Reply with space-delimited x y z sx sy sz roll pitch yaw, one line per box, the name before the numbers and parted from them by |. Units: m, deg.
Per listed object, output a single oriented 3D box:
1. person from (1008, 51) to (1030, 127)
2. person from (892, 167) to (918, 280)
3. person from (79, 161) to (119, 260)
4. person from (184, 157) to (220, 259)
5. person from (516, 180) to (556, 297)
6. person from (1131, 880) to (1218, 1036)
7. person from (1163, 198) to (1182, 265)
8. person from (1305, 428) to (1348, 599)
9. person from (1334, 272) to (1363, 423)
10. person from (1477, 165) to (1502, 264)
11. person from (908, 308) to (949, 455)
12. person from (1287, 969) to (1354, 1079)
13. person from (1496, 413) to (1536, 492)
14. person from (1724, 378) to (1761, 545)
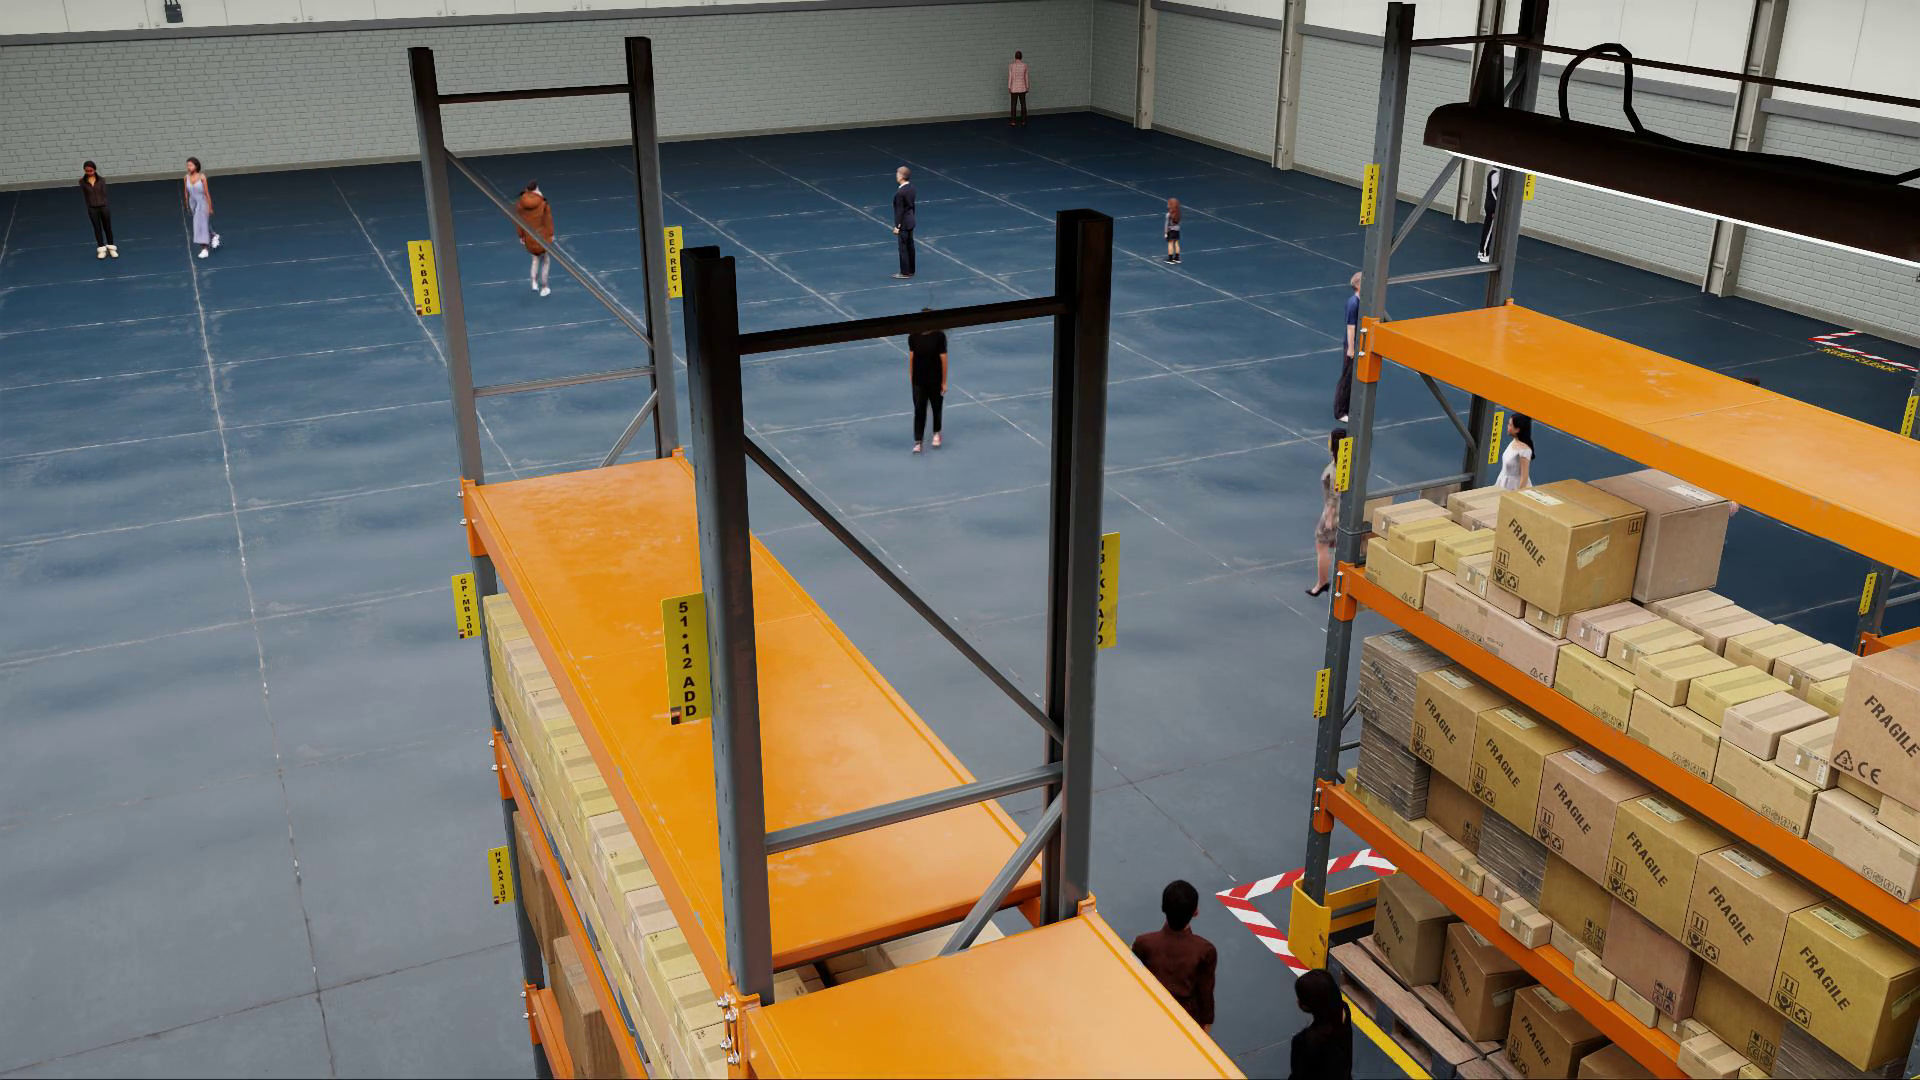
person | 1.471 -11.362 41.814 0.761 1.808 0.713 -2 23 -5
person | -0.908 -5.242 27.413 0.801 1.816 0.773 12 26 26
person | -14.905 -5.733 28.766 0.559 1.660 0.607 -11 25 -24
person | -13.167 -5.797 28.906 0.960 1.669 1.164 3 23 7
person | -6.676 -4.729 26.197 0.856 1.824 0.899 3 23 6
person | 1.105 2.674 8.907 1.016 1.732 1.238 1 23 3
person | 3.643 -5.301 28.462 0.516 1.103 0.513 -18 29 -36
person | 3.621 -0.217 15.705 1.001 1.732 0.871 14 27 30
person | 4.920 -2.419 20.705 0.728 1.871 0.739 15 27 32
person | 9.112 -5.695 28.464 0.802 1.828 0.689 4 23 8
person | -0.344 -1.901 19.678 1.037 1.721 1.198 3 23 8
person | 1.926 2.913 8.525 1.085 1.591 0.914 17 29 35
person | 5.333 -0.389 16.057 0.826 1.773 0.735 1 23 3
person | 7.785 -0.790 16.980 0.810 1.789 0.738 6 24 15
